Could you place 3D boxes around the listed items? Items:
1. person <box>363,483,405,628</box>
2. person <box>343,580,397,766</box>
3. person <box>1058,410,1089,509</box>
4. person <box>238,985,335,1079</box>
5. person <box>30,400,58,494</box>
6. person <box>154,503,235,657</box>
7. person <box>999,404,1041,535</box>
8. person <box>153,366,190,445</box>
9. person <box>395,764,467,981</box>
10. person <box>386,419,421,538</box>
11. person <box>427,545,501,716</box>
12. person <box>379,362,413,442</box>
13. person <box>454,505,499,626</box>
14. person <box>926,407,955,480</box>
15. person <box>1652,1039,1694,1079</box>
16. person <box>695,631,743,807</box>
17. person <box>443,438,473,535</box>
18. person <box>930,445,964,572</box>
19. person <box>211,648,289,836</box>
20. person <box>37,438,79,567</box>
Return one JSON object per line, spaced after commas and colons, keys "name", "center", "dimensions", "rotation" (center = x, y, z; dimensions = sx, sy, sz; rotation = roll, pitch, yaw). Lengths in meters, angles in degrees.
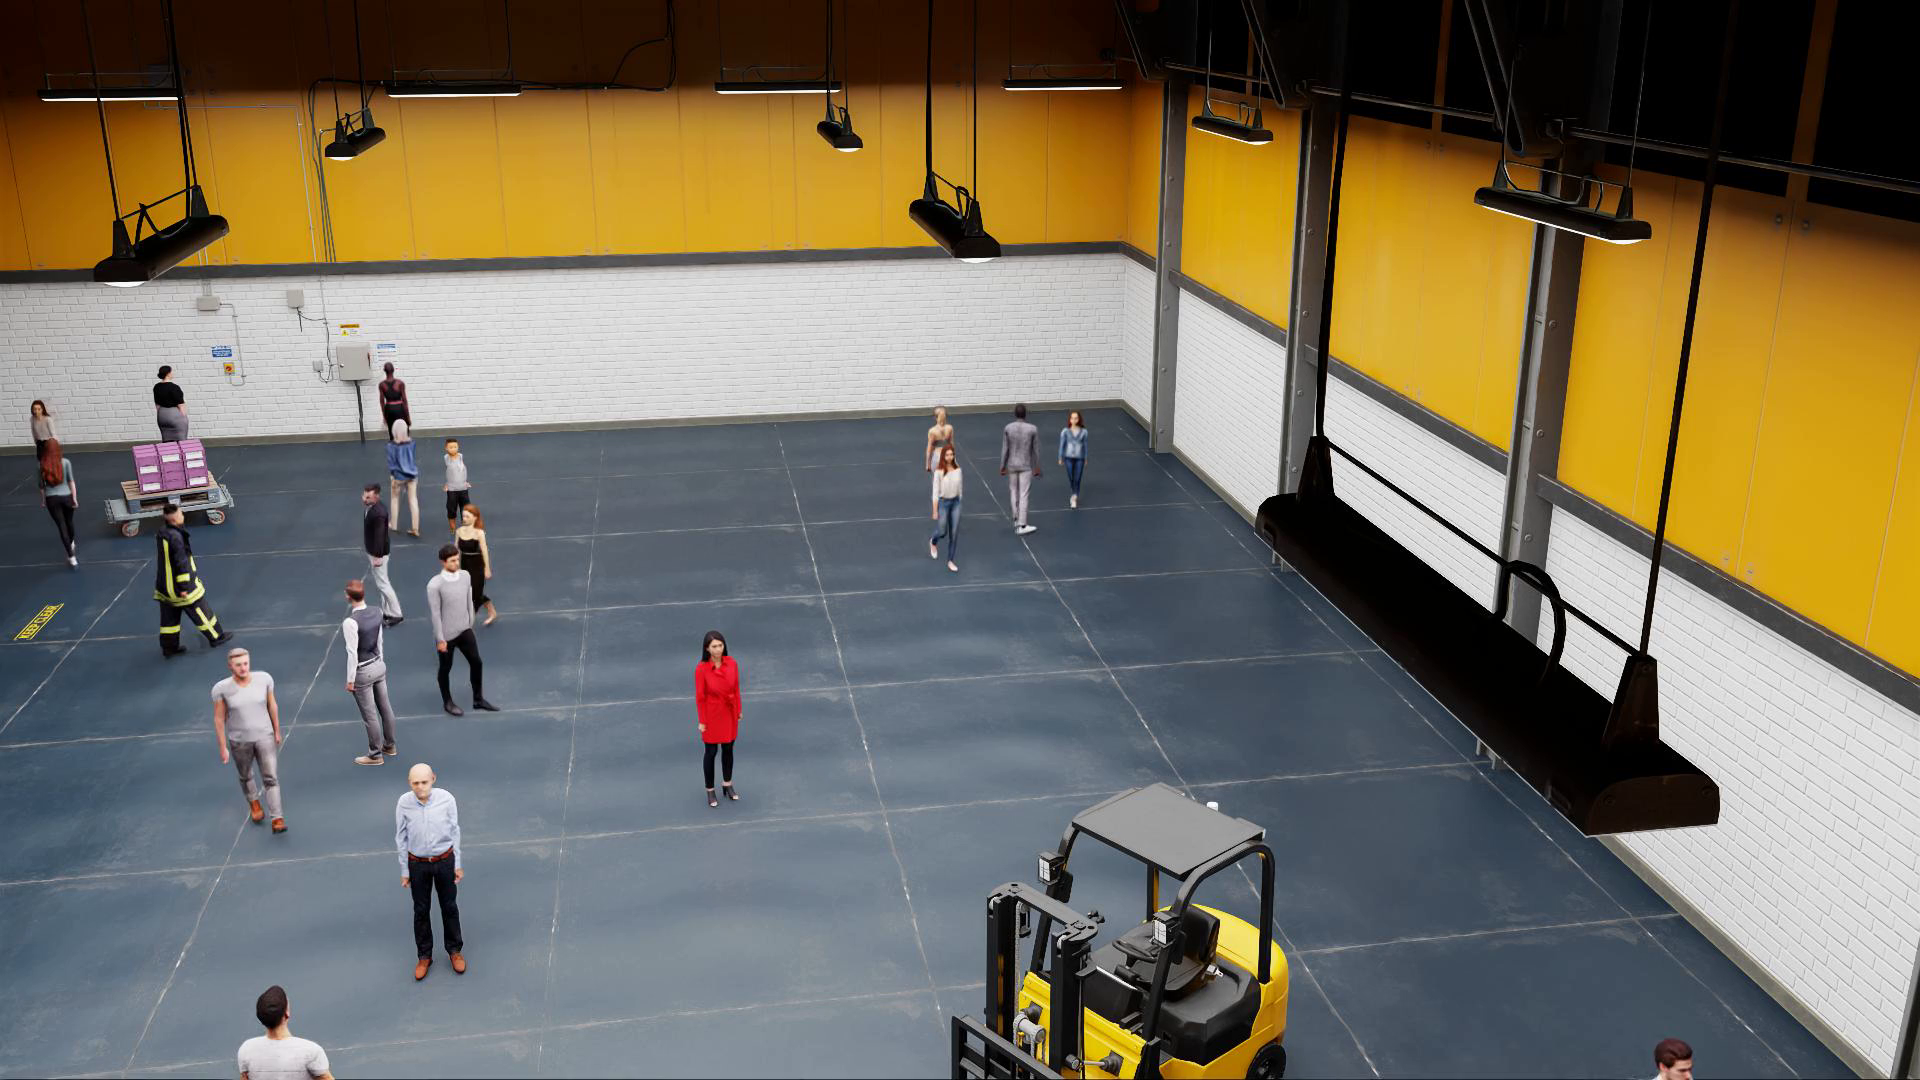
{"name": "person", "center": [-7.097, 0.142, 20.305], "dimensions": [0.824, 1.819, 0.592], "rotation": [-1, 19, -4]}
{"name": "person", "center": [-5.928, 1.304, 16.658], "dimensions": [0.807, 1.943, 0.695], "rotation": [7, 20, 21]}
{"name": "person", "center": [1.716, -1.226, 24.959], "dimensions": [0.791, 1.440, 1.070], "rotation": [3, 19, 8]}
{"name": "person", "center": [-4.074, 3.602, 10.028], "dimensions": [0.941, 1.820, 1.172], "rotation": [4, 19, 11]}
{"name": "person", "center": [-14.070, -1.473, 25.691], "dimensions": [0.659, 1.442, 0.993], "rotation": [1, 19, 3]}
{"name": "person", "center": [-9.153, 0.481, 19.276], "dimensions": [1.117, 1.832, 1.161], "rotation": [14, 23, 36]}
{"name": "person", "center": [0.850, -1.004, 23.717], "dimensions": [0.943, 1.813, 1.038], "rotation": [7, 20, 20]}
{"name": "person", "center": [-12.557, -1.909, 26.494], "dimensions": [0.758, 1.756, 0.764], "rotation": [5, 19, 14]}
{"name": "person", "center": [-4.172, 2.575, 13.123], "dimensions": [0.667, 1.791, 0.612], "rotation": [-6, 19, -17]}
{"name": "person", "center": [-7.792, -0.854, 23.494], "dimensions": [1.023, 1.672, 0.915], "rotation": [16, 25, 40]}
{"name": "person", "center": [-5.481, 0.955, 17.759], "dimensions": [1.069, 1.903, 1.007], "rotation": [15, 23, 37]}
{"name": "person", "center": [-9.079, -1.975, 26.694], "dimensions": [0.619, 1.752, 0.579], "rotation": [-2, 19, -7]}
{"name": "person", "center": [-5.813, 0.349, 20.069], "dimensions": [0.983, 1.577, 1.147], "rotation": [9, 20, 24]}
{"name": "person", "center": [-0.233, -1.077, 24.122], "dimensions": [0.618, 1.693, 0.653], "rotation": [-6, 20, -17]}
{"name": "person", "center": [3.987, 3.686, 9.800], "dimensions": [0.934, 1.806, 1.247], "rotation": [-10, 21, -27]}
{"name": "person", "center": [-2.295, 1.685, 15.835], "dimensions": [0.719, 1.748, 0.740], "rotation": [-13, 22, -33]}
{"name": "person", "center": [-7.188, -0.816, 23.723], "dimensions": [0.625, 1.453, 0.623], "rotation": [-12, 22, -32]}
{"name": "person", "center": [-0.189, -0.456, 22.251], "dimensions": [0.685, 1.711, 0.877], "rotation": [-7, 20, -21]}
{"name": "person", "center": [-6.586, 1.815, 15.384], "dimensions": [0.988, 1.788, 1.244], "rotation": [-11, 22, -30]}
{"name": "person", "center": [-12.071, -0.466, 22.306], "dimensions": [0.886, 1.693, 1.218], "rotation": [-11, 21, -29]}
